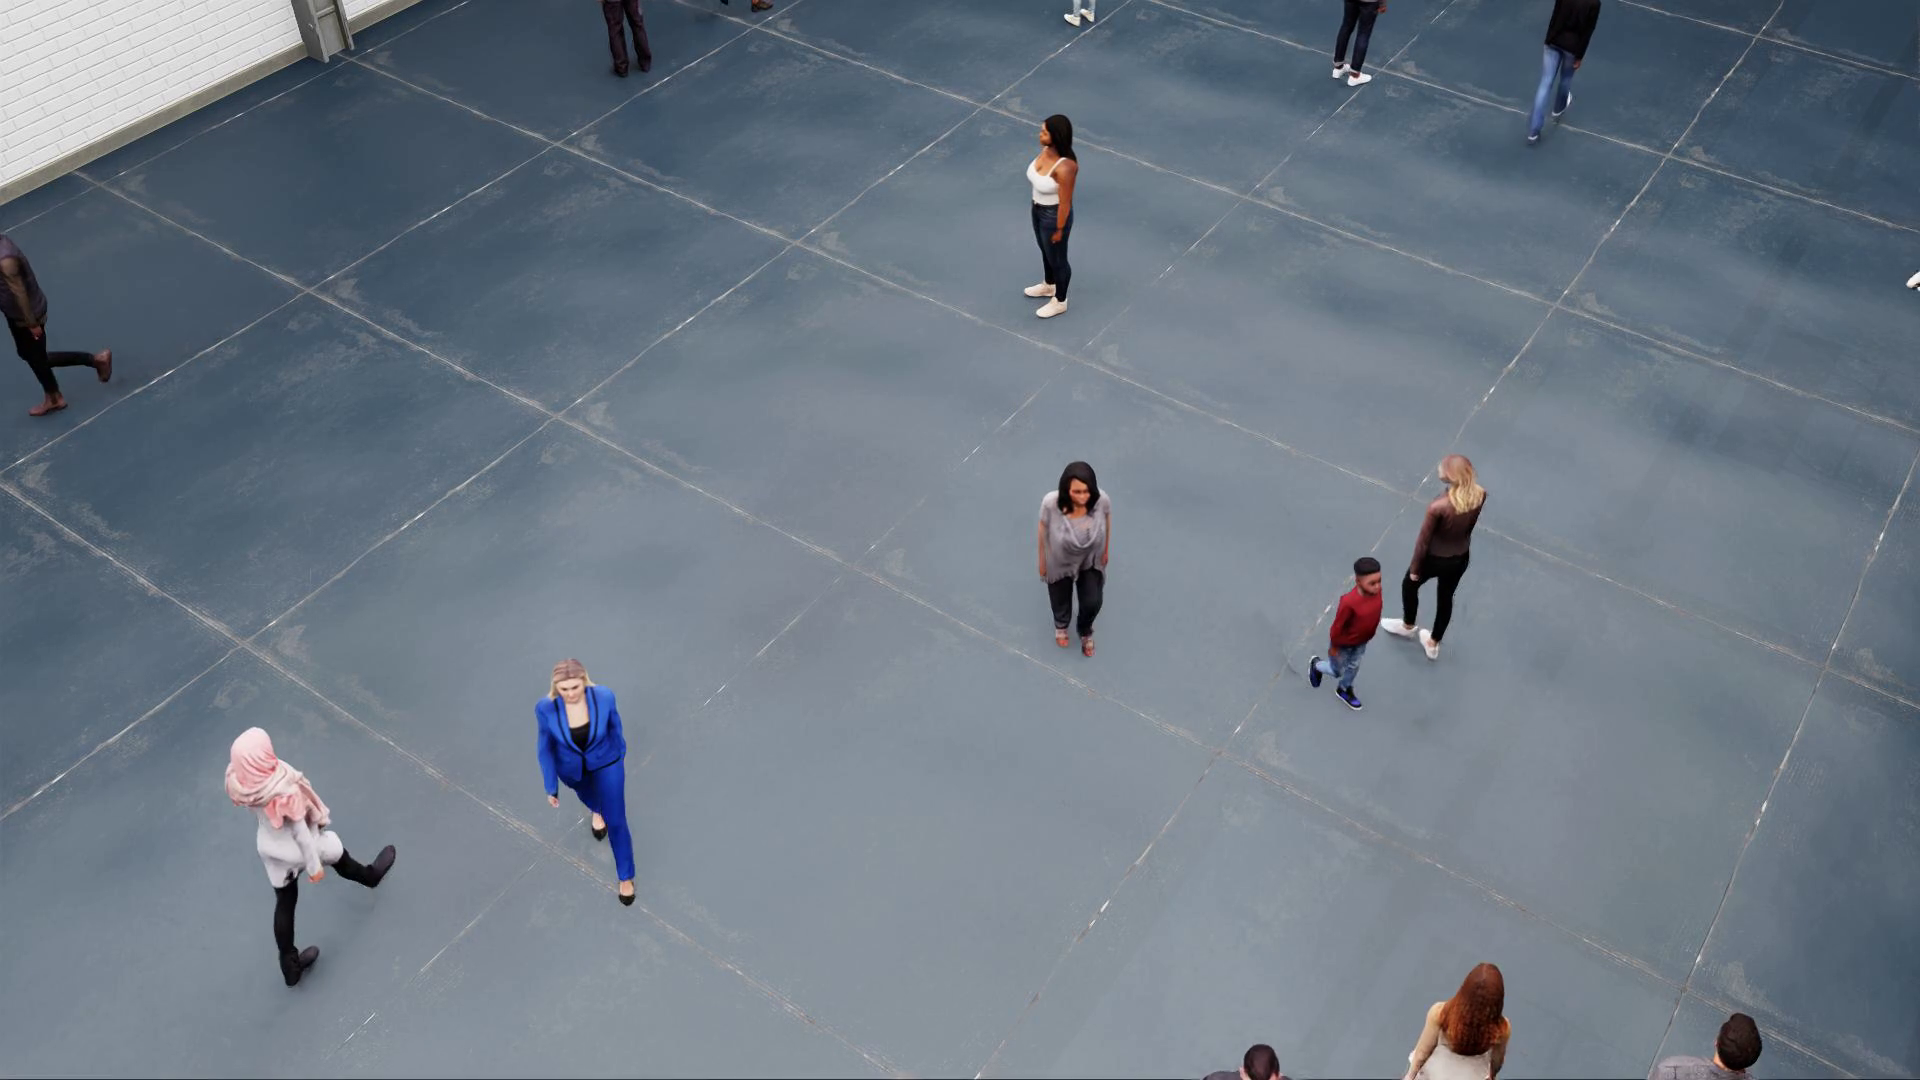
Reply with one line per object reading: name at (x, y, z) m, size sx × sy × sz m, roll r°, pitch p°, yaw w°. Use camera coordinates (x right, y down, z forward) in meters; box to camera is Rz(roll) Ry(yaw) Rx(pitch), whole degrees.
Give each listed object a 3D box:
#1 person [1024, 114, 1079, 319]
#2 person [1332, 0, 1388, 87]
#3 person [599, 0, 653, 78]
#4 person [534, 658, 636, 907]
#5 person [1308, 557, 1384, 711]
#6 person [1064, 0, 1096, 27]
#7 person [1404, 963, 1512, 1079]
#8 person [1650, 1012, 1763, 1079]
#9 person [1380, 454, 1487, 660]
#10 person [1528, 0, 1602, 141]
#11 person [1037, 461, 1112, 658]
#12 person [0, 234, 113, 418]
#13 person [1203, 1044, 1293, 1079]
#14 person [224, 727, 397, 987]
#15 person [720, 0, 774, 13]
person at (0.777, -2.677, 13.657) m, size 0.797 × 1.809 × 0.750 m, roll -10°, pitch 45°, yaw -11°
person at (3.983, -5.423, 16.535) m, size 0.700 × 1.816 × 0.778 m, roll -27°, pitch 50°, yaw -25°
person at (-3.410, -5.556, 16.652) m, size 0.709 × 1.848 × 0.815 m, roll -16°, pitch 46°, yaw -16°
person at (-2.175, 1.232, 9.657) m, size 1.097 × 1.667 × 1.127 m, roll -8°, pitch 44°, yaw -9°
person at (2.472, 0.565, 10.663) m, size 0.667 × 1.246 × 0.696 m, roll -22°, pitch 48°, yaw -22°
person at (1.315, -6.126, 17.645) m, size 0.545 × 1.304 × 0.651 m, roll -22°, pitch 48°, yaw -22°
person at (2.387, 2.697, 8.125) m, size 0.803 × 1.660 × 1.224 m, roll 14°, pitch 45°, yaw 15°
person at (3.364, 2.905, 7.795) m, size 0.866 × 1.814 × 1.241 m, roll 17°, pitch 46°, yaw 17°
person at (3.154, 0.161, 10.766) m, size 0.796 × 1.688 × 0.888 m, roll -12°, pitch 45°, yaw -12°
person at (5.691, -4.623, 15.775) m, size 0.613 × 1.707 × 1.131 m, roll 25°, pitch 49°, yaw 24°
person at (0.746, 0.042, 10.957) m, size 0.777 × 1.597 × 0.827 m, roll -2°, pitch 44°, yaw -2°
person at (-7.057, -1.765, 12.692) m, size 1.027 × 1.821 × 0.831 m, roll -32°, pitch 52°, yaw -29°
person at (1.328, 2.832, 7.862) m, size 0.762 × 1.826 × 0.782 m, roll 1°, pitch 44°, yaw 1°
person at (-3.687, 1.748, 9.060) m, size 0.859 × 1.744 × 1.261 m, roll 14°, pitch 45°, yaw 14°
person at (-2.346, -6.387, 17.669) m, size 0.952 × 1.647 × 0.801 m, roll -21°, pitch 47°, yaw -20°
